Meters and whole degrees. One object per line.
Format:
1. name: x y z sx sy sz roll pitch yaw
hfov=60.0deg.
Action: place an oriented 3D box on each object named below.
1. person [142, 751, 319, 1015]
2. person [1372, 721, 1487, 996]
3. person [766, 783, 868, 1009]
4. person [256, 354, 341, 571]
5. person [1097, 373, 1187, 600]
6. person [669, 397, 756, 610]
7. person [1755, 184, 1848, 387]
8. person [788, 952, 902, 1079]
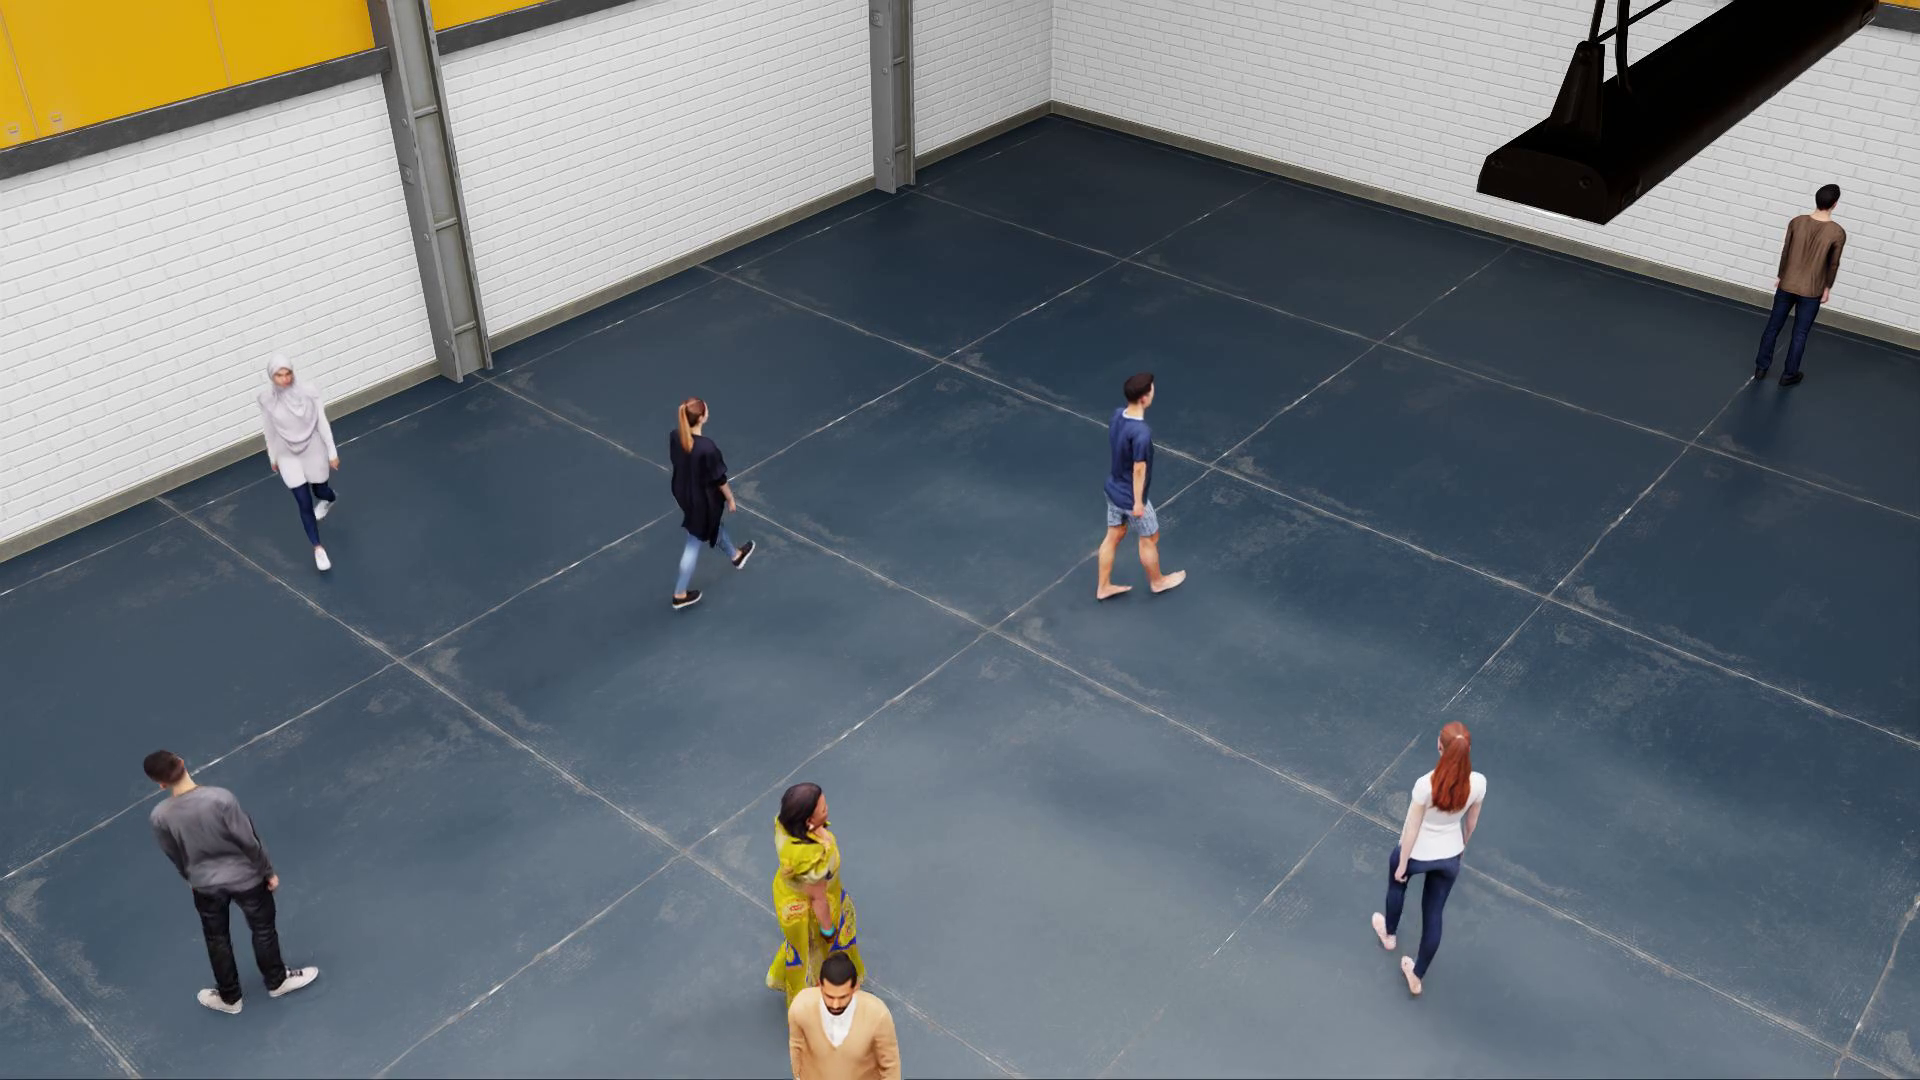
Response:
1. person: -3.860 1.808 8.861 0.805 1.742 0.869 5 34 7
2. person: 2.558 1.775 8.938 0.865 1.712 0.927 -2 34 -3
3. person: -0.873 1.937 8.750 0.990 1.650 0.948 -11 35 -16
4. person: -4.971 -0.668 12.587 1.094 1.743 1.058 -8 34 -11
5. person: 1.154 -0.334 12.010 1.028 1.823 0.870 -14 36 -20
6. person: -1.943 -0.228 12.021 0.635 1.635 1.076 25 41 33
7. person: 7.534 -2.284 14.885 0.646 1.888 0.557 26 42 34
8. person: -0.533 2.512 7.826 1.068 1.717 1.198 3 34 4
